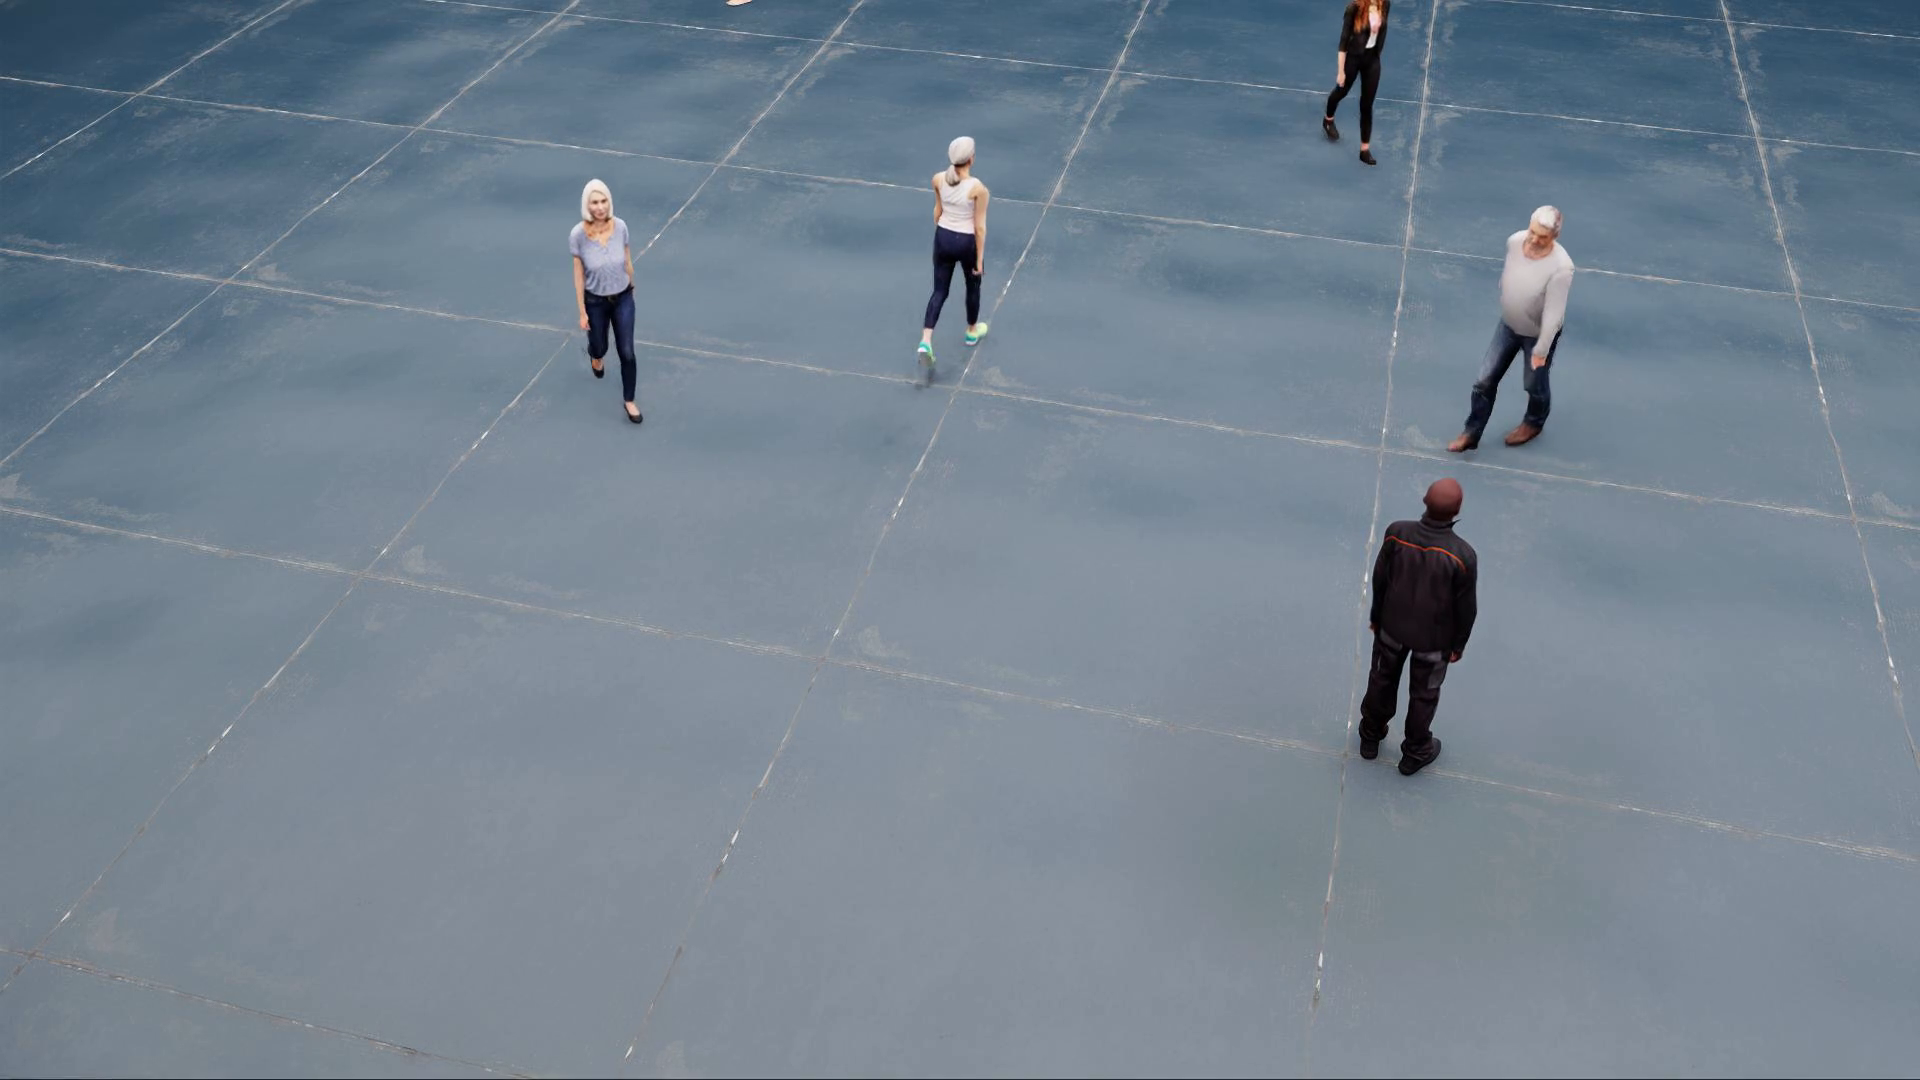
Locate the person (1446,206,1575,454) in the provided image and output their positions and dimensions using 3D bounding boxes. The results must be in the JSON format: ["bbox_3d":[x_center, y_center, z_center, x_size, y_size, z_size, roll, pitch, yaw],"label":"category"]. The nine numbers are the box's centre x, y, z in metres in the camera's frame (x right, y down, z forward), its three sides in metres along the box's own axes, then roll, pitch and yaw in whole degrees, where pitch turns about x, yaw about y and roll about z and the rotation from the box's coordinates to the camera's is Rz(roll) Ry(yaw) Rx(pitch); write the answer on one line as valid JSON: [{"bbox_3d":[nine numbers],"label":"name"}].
[{"bbox_3d":[3.747,-1.393,10.832,1.211,1.854,1.134,-17,41,-21],"label":"person"}]

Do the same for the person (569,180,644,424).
[{"bbox_3d":[-2.422,-1.655,11.287,0.931,1.706,1.024,-17,41,-20],"label":"person"}]

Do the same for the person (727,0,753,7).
[{"bbox_3d":[-2.405,-6.598,17.495,0.771,1.842,0.698,-17,41,-20],"label":"person"}]

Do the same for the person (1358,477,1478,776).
[{"bbox_3d":[2.337,0.444,8.511,0.770,1.821,0.724,22,43,26],"label":"person"}]

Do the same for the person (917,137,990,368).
[{"bbox_3d":[-0.063,-2.008,11.760,0.749,1.680,1.138,17,41,20],"label":"person"}]

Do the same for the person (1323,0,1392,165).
[{"bbox_3d":[3.458,-4.212,14.589,1.023,1.665,1.273,-9,39,-11],"label":"person"}]
